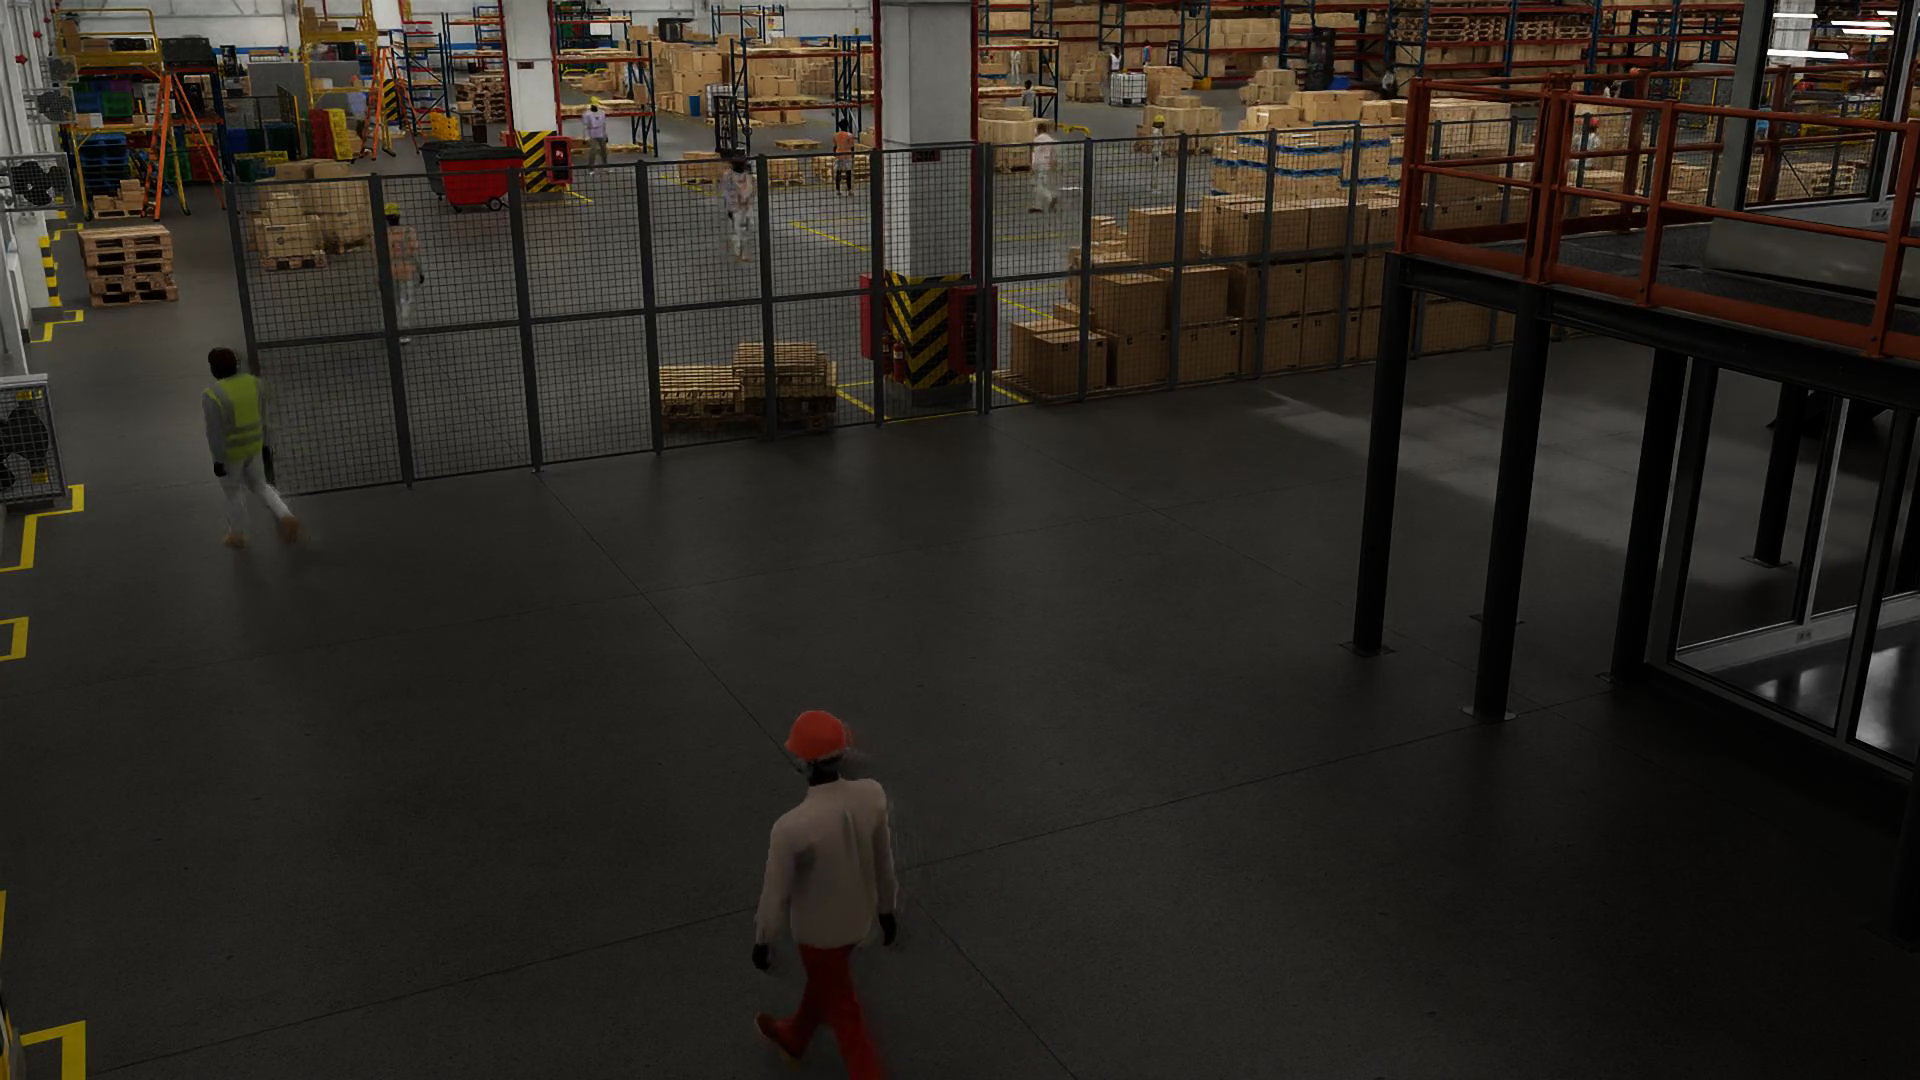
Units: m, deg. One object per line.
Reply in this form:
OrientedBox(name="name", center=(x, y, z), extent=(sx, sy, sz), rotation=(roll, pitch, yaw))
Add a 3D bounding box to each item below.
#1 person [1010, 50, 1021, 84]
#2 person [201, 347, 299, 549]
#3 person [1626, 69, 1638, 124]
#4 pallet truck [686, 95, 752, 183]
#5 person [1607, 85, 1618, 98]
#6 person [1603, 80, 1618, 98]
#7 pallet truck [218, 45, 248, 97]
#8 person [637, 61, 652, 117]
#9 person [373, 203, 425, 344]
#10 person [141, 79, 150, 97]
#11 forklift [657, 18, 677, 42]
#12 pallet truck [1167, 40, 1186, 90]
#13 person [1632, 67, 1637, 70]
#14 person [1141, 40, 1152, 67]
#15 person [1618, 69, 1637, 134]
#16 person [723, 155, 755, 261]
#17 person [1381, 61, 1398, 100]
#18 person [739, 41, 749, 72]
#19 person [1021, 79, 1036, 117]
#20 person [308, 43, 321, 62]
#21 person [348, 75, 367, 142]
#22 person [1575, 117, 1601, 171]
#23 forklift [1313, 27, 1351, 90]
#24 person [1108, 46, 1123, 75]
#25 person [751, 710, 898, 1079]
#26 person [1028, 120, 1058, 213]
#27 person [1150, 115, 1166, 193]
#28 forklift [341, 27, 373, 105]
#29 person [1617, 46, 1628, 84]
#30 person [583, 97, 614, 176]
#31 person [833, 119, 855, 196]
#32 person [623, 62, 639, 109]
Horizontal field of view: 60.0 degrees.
OrientedBox(name="person", center=(2.421, -20.829, 72.921), extent=(0.514, 1.642, 0.310), rotation=(10, 22, 27))
OrientedBox(name="person", center=(-6.247, -0.782, 14.538), extent=(0.702, 1.828, 0.635), rotation=(9, 21, 24))
OrientedBox(name="person", center=(22.134, -14.556, 54.564), extent=(0.358, 1.755, 0.519), rotation=(14, 24, 36))
OrientedBox(name="pallet truck", center=(-5.836, -9.608, 39.856), extent=(0.823, 1.965, 1.885), rotation=(10, 22, 27))
OrientedBox(name="person", center=(17.758, -11.485, 45.498), extent=(0.513, 1.866, 0.331), rotation=(-8, 21, -23))
OrientedBox(name="person", center=(18.812, -12.514, 48.324), extent=(0.361, 1.965, 0.613), rotation=(-3, 19, -10))
OrientedBox(name="pallet truck", center=(-28.879, -18.665, 66.111), extent=(0.823, 1.965, 1.885), rotation=(-3, 19, -9))
OrientedBox(name="person", center=(-10.701, -15.452, 56.997), extent=(0.774, 1.859, 0.606), rotation=(14, 23, 35))
OrientedBox(name="person", center=(-7.685, -3.684, 22.860), extent=(0.593, 1.873, 0.995), rotation=(-2, 19, -6))
OrientedBox(name="person", center=(-25.095, -13.430, 51.493), extent=(0.520, 1.633, 0.312), rotation=(9, 21, 25))
OrientedBox(name="forklift", center=(-12.647, -21.207, 72.145), extent=(1.873, 2.768, 1.129), rotation=(11, 22, 29))
OrientedBox(name="pallet truck", center=(9.045, -19.971, 69.895), extent=(0.823, 1.965, 1.885), rotation=(-3, 19, -8))
OrientedBox(name="person", center=(22.504, -14.929, 55.675), extent=(0.752, 1.739, 0.529), rotation=(-8, 21, -21))
OrientedBox(name="person", center=(8.286, -21.300, 73.984), extent=(0.429, 1.844, 0.626), rotation=(9, 21, 23))
OrientedBox(name="person", center=(20.416, -13.371, 50.787), extent=(0.657, 1.979, 0.434), rotation=(3, 19, 9))
OrientedBox(name="person", center=(-3.862, -5.820, 29.132), extent=(0.465, 1.834, 0.638), rotation=(17, 25, 40))
OrientedBox(name="person", center=(14.045, -14.531, 54.060), extent=(0.875, 2.000, 0.713), rotation=(5, 20, 13))
OrientedBox(name="person", center=(-9.257, -20.385, 71.183), extent=(0.635, 1.937, 0.352), rotation=(-6, 20, -18))
OrientedBox(name="person", center=(1.959, -12.271, 47.777), extent=(0.532, 1.864, 0.312), rotation=(-12, 22, -31))
OrientedBox(name="person", center=(-26.952, -19.749, 69.366), extent=(0.656, 1.918, 0.661), rotation=(9, 21, 24))
OrientedBox(name="person", center=(-17.647, -12.640, 48.759), extent=(0.551, 1.922, 0.515), rotation=(-16, 25, -39))
OrientedBox(name="person", center=(13.450, -8.099, 35.666), extent=(1.012, 1.889, 0.550), rotation=(-16, 25, -39))
OrientedBox(name="forklift", center=(13.342, -17.366, 61.012), extent=(1.873, 2.768, 1.129), rotation=(-9, 21, -25))
OrientedBox(name="person", center=(6.336, -18.945, 67.118), extent=(0.599, 1.869, 0.971), rotation=(-13, 23, -33))
OrientedBox(name="person", center=(-0.622, 1.649, 7.310), extent=(1.012, 1.937, 0.644), rotation=(16, 25, 39))
OrientedBox(name="person", center=(1.723, -7.728, 34.524), extent=(0.649, 1.920, 0.645), rotation=(9, 21, 25))
OrientedBox(name="person", center=(4.506, -8.781, 37.840), extent=(0.306, 1.743, 0.494), rotation=(3, 19, 9))
OrientedBox(name="forklift", center=(-22.275, -17.346, 60.954), extent=(1.873, 2.768, 1.129), rotation=(-9, 21, -25))
OrientedBox(name="person", center=(29.028, -20.773, 72.799), extent=(0.360, 1.622, 0.502), rotation=(3, 19, 10))
OrientedBox(name="person", center=(-8.970, -9.991, 41.137), extent=(0.807, 1.891, 0.575), rotation=(-14, 23, -35))
OrientedBox(name="person", center=(-2.610, -8.606, 37.421), extent=(0.533, 1.690, 0.321), rotation=(6, 20, 17))
OrientedBox(name="person", center=(-11.792, -16.441, 59.753), extent=(0.549, 1.936, 0.376), rotation=(-17, 26, -41))
